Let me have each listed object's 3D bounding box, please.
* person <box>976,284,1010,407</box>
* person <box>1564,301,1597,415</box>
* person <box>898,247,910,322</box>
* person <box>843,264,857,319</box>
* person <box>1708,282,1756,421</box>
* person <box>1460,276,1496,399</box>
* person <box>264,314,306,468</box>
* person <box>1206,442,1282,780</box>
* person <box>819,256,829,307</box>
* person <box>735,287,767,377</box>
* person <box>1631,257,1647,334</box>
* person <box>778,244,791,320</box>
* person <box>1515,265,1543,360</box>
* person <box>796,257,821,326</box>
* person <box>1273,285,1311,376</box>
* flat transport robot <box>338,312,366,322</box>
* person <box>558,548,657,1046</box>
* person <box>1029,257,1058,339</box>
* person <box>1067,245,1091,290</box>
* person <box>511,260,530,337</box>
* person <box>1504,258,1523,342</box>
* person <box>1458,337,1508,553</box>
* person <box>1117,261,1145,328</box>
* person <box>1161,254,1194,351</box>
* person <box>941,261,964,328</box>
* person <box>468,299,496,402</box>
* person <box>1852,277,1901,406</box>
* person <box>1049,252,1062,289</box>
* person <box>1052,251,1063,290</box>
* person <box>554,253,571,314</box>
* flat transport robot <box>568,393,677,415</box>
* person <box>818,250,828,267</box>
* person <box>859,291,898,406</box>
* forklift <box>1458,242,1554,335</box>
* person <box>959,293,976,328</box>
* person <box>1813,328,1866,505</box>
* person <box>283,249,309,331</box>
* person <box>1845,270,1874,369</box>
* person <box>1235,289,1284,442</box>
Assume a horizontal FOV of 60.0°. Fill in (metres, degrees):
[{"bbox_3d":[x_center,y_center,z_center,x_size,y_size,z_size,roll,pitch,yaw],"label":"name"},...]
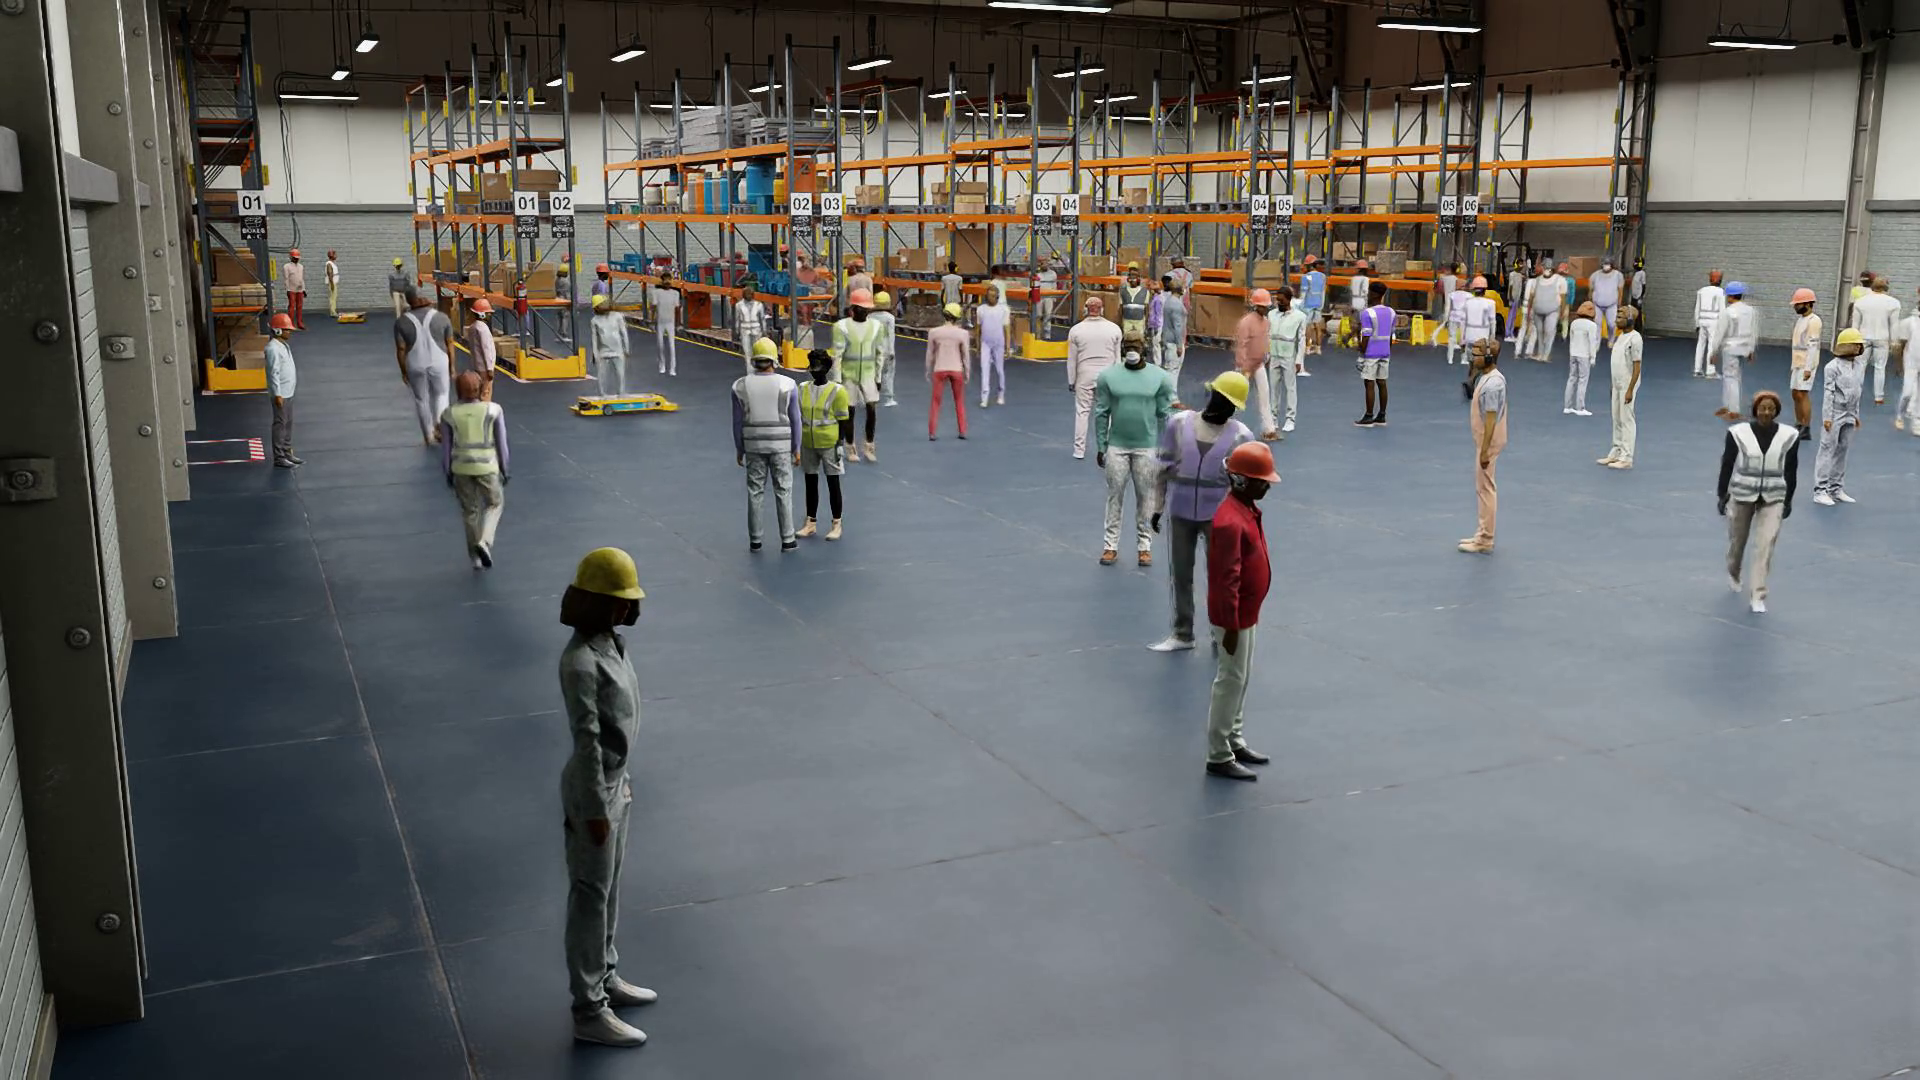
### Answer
[{"bbox_3d":[0.491,-2.907,24.882,0.530,1.845,0.599,2,11,10],"label":"person"},{"bbox_3d":[8.899,-2.596,23.795,0.289,1.626,0.498,-4,12,-21],"label":"person"},{"bbox_3d":[-1.497,-6.761,44.028,0.475,1.987,0.768,3,12,17],"label":"person"},{"bbox_3d":[-2.336,-4.781,34.441,0.376,1.816,0.720,-8,14,-37],"label":"person"},{"bbox_3d":[10.728,-2.635,23.229,0.651,1.915,0.762,-5,12,-24],"label":"person"},{"bbox_3d":[7.930,-3.092,25.568,0.560,1.916,0.656,10,15,42],"label":"person"},{"bbox_3d":[-7.683,-1.697,18.917,0.345,1.744,0.566,-1,11,-6],"label":"person"},{"bbox_3d":[1.443,0.357,8.494,0.353,1.737,0.575,4,12,18],"label":"person"},{"bbox_3d":[-3.948,-7.474,48.589,0.351,1.621,0.505,4,12,21],"label":"person"},{"bbox_3d":[-3.619,-3.577,28.828,0.548,1.600,0.715,-2,11,-10],"label":"person"},{"bbox_3d":[15.479,-5.524,38.037,0.327,1.874,0.517,0,11,1],"label":"person"},{"bbox_3d":[-4.717,-6.947,44.859,0.406,2.034,0.626,2,11,12],"label":"person"},{"bbox_3d":[11.238,-4.485,32.817,0.465,1.854,0.625,-2,11,-8],"label":"person"},{"bbox_3d":[-3.564,-5.673,38.837,0.664,1.852,0.986,-4,12,-19],"label":"person"},{"bbox_3d":[5.871,-3.698,29.436,0.692,1.601,0.322,3,12,15],"label":"person"},{"bbox_3d":[-16.171,-5.938,44.219,0.652,0.197,1.431,-3,12,-17],"label":"flat transport robot"},{"bbox_3d":[-1.230,0.881,5.827,0.312,1.738,0.483,0,11,0],"label":"person"},{"bbox_3d":[1.901,-5.560,38.199,0.671,1.879,0.654,-2,11,-12],"label":"person"},{"bbox_3d":[3.251,-7.186,46.195,0.631,2.004,1.048,-4,12,-17],"label":"person"},{"bbox_3d":[-10.302,-5.710,38.838,0.369,1.927,0.589,8,14,35],"label":"person"},{"bbox_3d":[12.479,-5.391,37.362,0.335,1.873,0.519,9,15,40],"label":"person"},{"bbox_3d":[4.459,-0.802,14.133,0.348,1.839,0.504,3,12,15],"label":"person"},{"bbox_3d":[3.597,-4.876,34.767,0.633,1.876,0.703,-6,12,-26],"label":"person"},{"bbox_3d":[4.505,-4.961,34.742,0.684,2.000,0.535,-5,12,-26],"label":"person"},{"bbox_3d":[-0.157,-4.980,35.274,0.519,1.874,0.331,4,12,19],"label":"person"},{"bbox_3d":[-6.255,-2.287,21.882,0.326,1.752,0.560,-8,13,-34],"label":"person"},{"bbox_3d":[13.712,-2.977,24.961,0.625,1.931,0.380,8,14,36],"label":"person"},{"bbox_3d":[3.133,-8.756,55.142,0.539,1.602,0.519,7,13,32],"label":"person"},{"bbox_3d":[2.939,-7.888,50.389,0.607,1.722,0.554,-9,14,-39],"label":"person"},{"bbox_3d":[-11.294,-7.305,47.434,0.731,1.723,0.597,3,11,14],"label":"person"},{"bbox_3d":[-4.883,-1.972,24.066,1.431,0.197,0.652,-6,13,-29],"label":"flat transport robot"},{"bbox_3d":[-4.126,-7.827,50.059,0.377,1.756,0.535,-3,12,-16],"label":"person"},{"bbox_3d":[-1.198,-2.827,24.717,0.490,1.724,0.673,8,14,35],"label":"person"},{"bbox_3d":[13.047,-6.049,39.881,2.313,2.155,1.214,-5,12,-23],"label":"forklift"},{"bbox_3d":[0.148,-6.294,41.807,0.595,1.925,0.373,-6,13,-27],"label":"person"},{"bbox_3d":[8.751,-1.223,16.498,0.490,1.746,0.286,-5,12,-26],"label":"person"},{"bbox_3d":[-16.288,-6.124,40.792,0.390,1.986,0.609,5,12,22],"label":"person"},{"bbox_3d":[16.629,-4.040,30.598,0.451,1.828,0.592,-10,15,-41],"label":"person"},{"bbox_3d":[3.659,-2.214,21.078,0.668,1.938,1.038,-9,15,-40],"label":"person"}]
